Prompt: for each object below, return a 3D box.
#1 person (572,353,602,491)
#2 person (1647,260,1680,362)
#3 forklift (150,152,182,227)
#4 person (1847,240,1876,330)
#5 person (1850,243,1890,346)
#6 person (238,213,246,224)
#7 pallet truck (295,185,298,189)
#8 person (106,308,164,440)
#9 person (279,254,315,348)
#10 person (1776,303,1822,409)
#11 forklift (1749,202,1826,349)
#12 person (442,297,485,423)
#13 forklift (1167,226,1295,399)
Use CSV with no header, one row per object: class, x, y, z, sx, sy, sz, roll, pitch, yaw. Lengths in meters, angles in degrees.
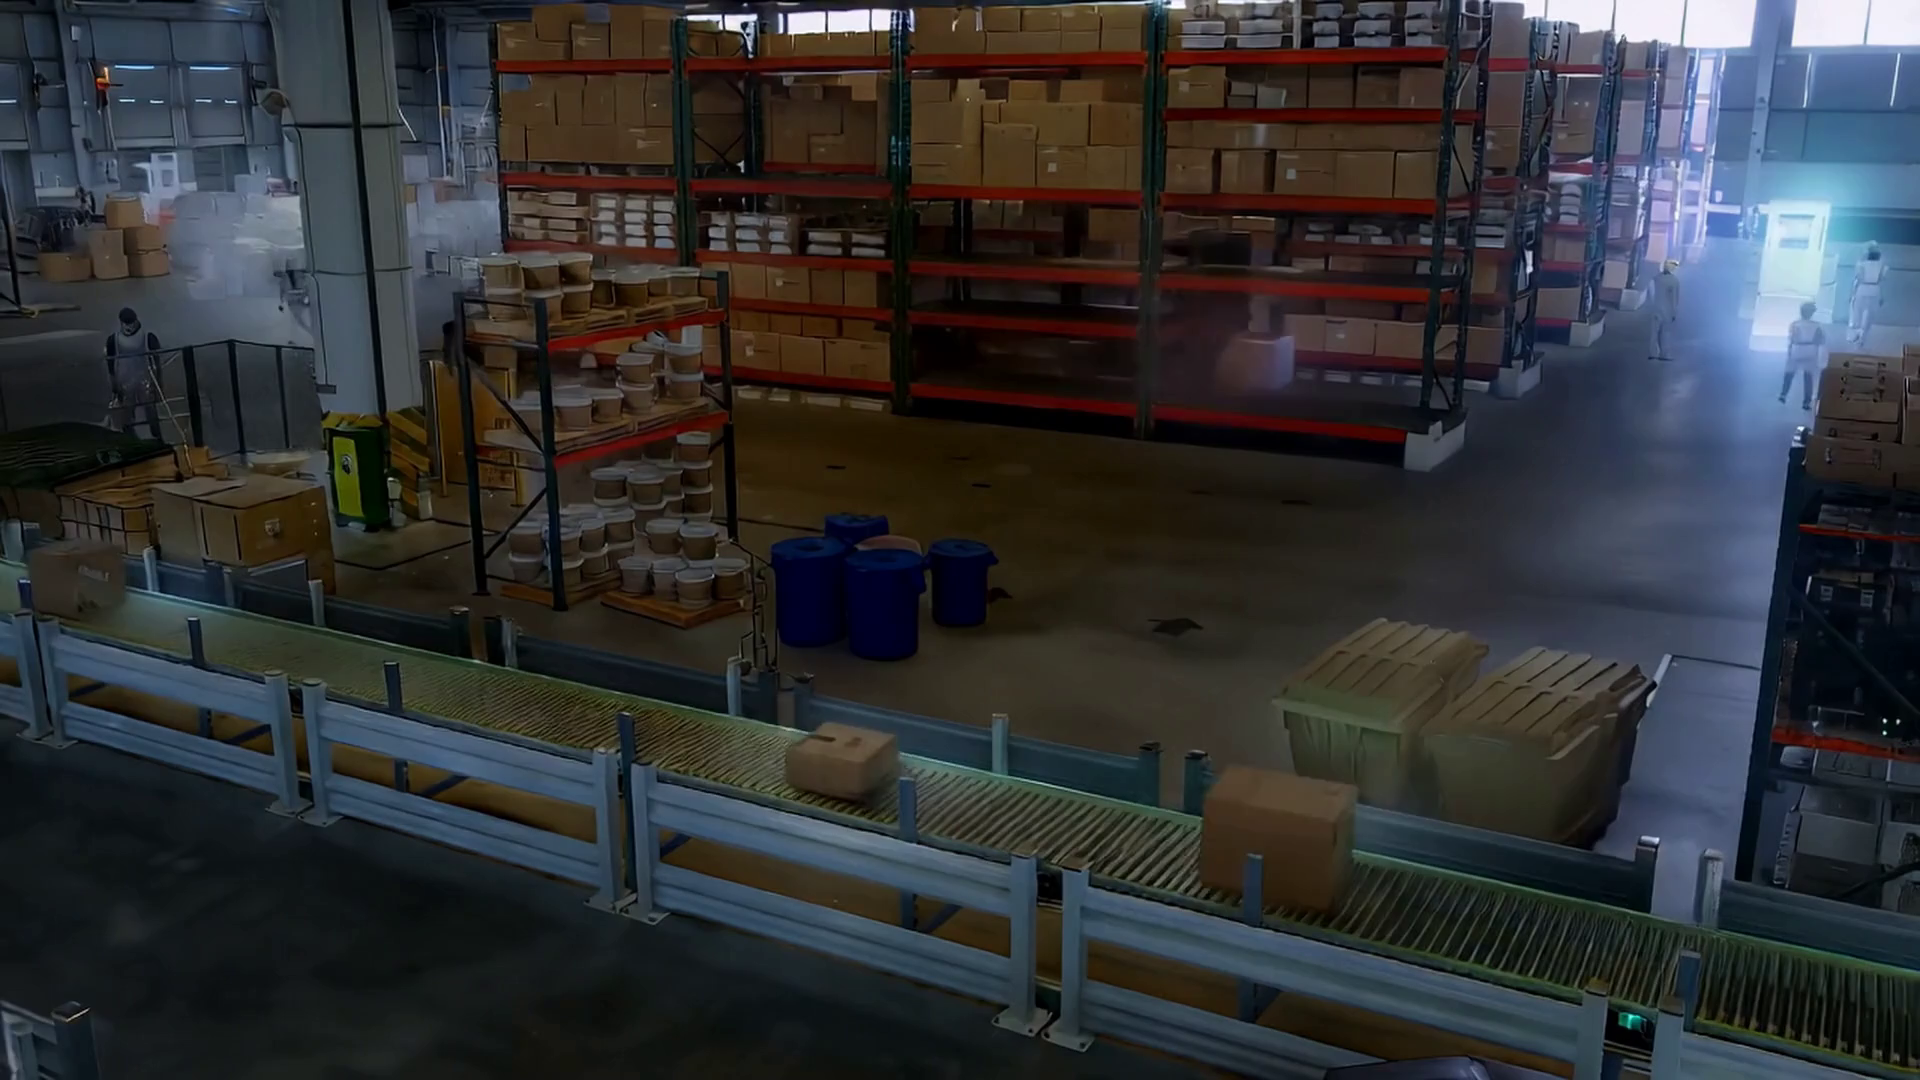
person,-4.658,-1.494,20.884,0.598,1.749,0.540,10,18,33
person,13.200,-4.286,31.101,0.400,1.901,0.646,-5,16,-18
forklift,-29.895,-13.215,62.780,1.873,2.768,1.129,8,17,28
person,19.261,-5.435,35.424,0.399,1.900,0.636,14,20,43
person,18.118,-4.898,33.153,0.631,2.020,0.540,8,17,26
person,-20.546,-8.625,47.967,0.532,1.589,0.839,10,18,34
pallet truck,-26.804,-14.617,69.738,1.885,1.965,0.823,-14,20,-42
person,-11.352,-2.185,22.922,0.688,2.000,0.536,-6,16,-20
person,-13.018,-4.682,32.679,0.914,1.857,0.578,3,15,12
person,13.423,-2.948,26.530,0.551,1.640,0.896,1,15,3
forklift,16.327,-5.216,32.707,1.129,2.768,1.873,8,17,27
person,-7.407,-2.683,24.934,0.624,1.974,0.645,-10,18,-34
forklift,4.407,-3.666,26.883,1.873,2.768,1.129,8,17,28
